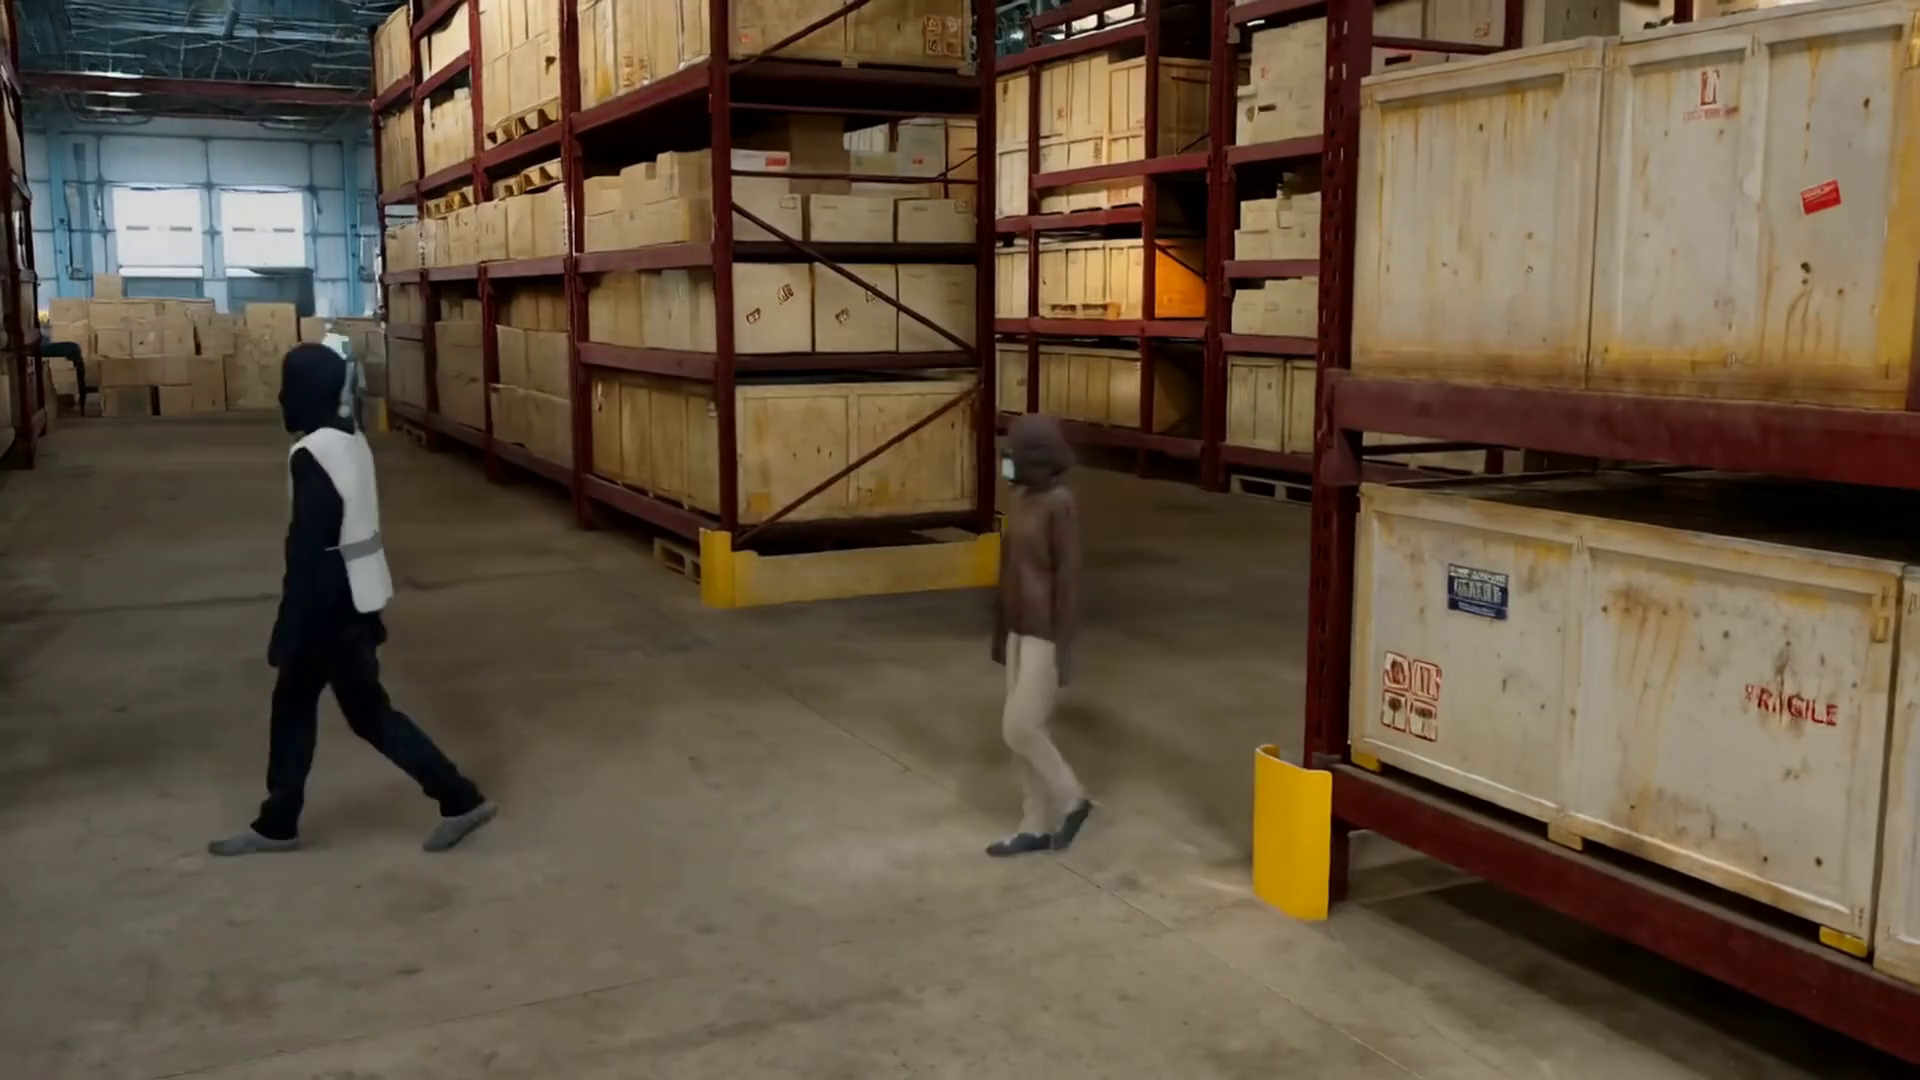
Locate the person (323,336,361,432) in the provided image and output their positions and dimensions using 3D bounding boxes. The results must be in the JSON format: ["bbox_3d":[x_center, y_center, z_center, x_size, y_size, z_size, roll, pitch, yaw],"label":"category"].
[{"bbox_3d":[-6.498,-1.309,17.377,0.512,1.639,0.311,-8,11,-44],"label":"person"}]

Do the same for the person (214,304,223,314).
[{"bbox_3d":[-22.946,-6.337,51.155,0.634,1.910,0.904,-7,11,-39],"label":"person"}]

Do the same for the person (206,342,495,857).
[{"bbox_3d":[-2.204,0.227,5.977,0.982,1.883,0.592,-2,8,-12],"label":"person"}]

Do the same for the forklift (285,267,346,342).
[{"bbox_3d":[-16.872,-5.598,42.692,1.129,2.768,1.873,7,11,39],"label":"forklift"}]

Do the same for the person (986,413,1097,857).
[{"bbox_3d":[0.242,0.359,5.931,0.345,1.620,0.525,-3,9,-22],"label":"person"}]

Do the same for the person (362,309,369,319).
[{"bbox_3d":[-22.743,-8.044,63.846,0.339,1.633,0.712,2,9,16],"label":"person"}]

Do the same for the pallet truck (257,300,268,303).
[{"bbox_3d":[-23.913,-7.404,58.171,1.885,1.965,0.823,-1,8,-9],"label":"pallet truck"}]

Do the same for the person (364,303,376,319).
[{"bbox_3d":[-20.619,-7.385,58.428,0.585,1.882,0.343,-1,8,-4],"label":"person"}]
